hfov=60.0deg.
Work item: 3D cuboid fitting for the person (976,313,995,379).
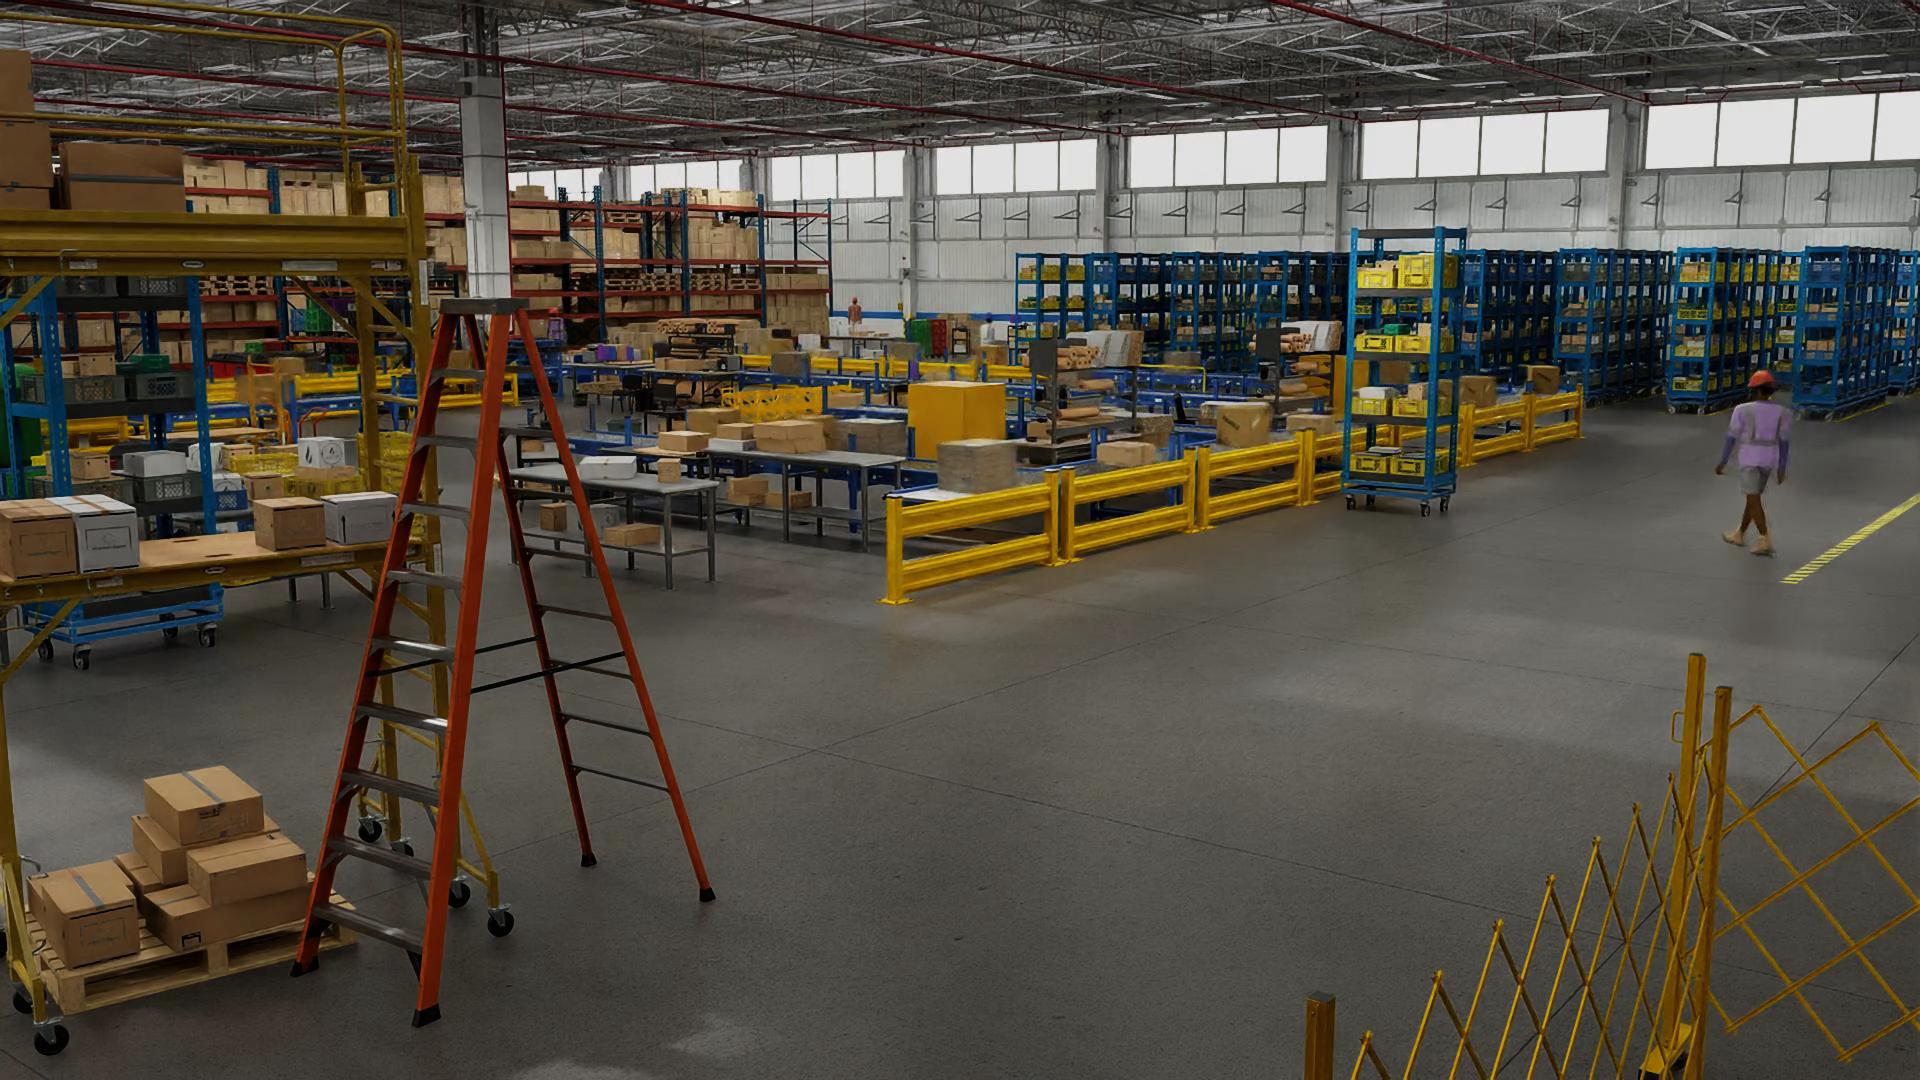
[{"bbox_3d":[0.755,-5.618,48.103,0.912,1.915,0.613,-7,12,-38],"label":"person"}]

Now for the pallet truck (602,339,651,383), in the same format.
[{"bbox_3d":[-8.991,-4.871,45.351,0.653,1.274,1.630,7,11,37],"label":"pallet truck"}]

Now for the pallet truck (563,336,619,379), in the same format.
[{"bbox_3d":[-10.690,-5.294,48.215,1.601,1.201,0.680,-5,10,-26],"label":"pallet truck"}]

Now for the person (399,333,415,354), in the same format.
[{"bbox_3d":[-15.867,-5.559,48.046,0.597,1.815,0.478,7,11,37],"label":"person"}]

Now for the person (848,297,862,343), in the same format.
[{"bbox_3d":[-4.611,-9.659,73.072,0.608,1.995,0.377,0,9,1],"label":"person"}]

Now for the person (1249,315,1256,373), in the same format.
[{"bbox_3d":[8.964,-5.915,50.240,0.404,1.823,0.591,-6,11,-31],"label":"person"}]

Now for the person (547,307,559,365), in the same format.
[{"bbox_3d":[-13.517,-6.764,55.217,0.567,1.923,0.398,6,11,32],"label":"person"}]

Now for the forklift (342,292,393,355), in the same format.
[{"bbox_3d":[-16.485,-5.622,45.120,1.129,2.768,1.873,7,11,37],"label":"forklift"}]

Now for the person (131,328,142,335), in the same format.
[{"bbox_3d":[-25.475,-6.031,51.553,0.267,1.631,0.507,2,9,12],"label":"person"}]

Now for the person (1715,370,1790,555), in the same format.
[{"bbox_3d":[8.682,-0.844,18.108,0.629,1.998,1.070,-1,9,-6],"label":"person"}]
